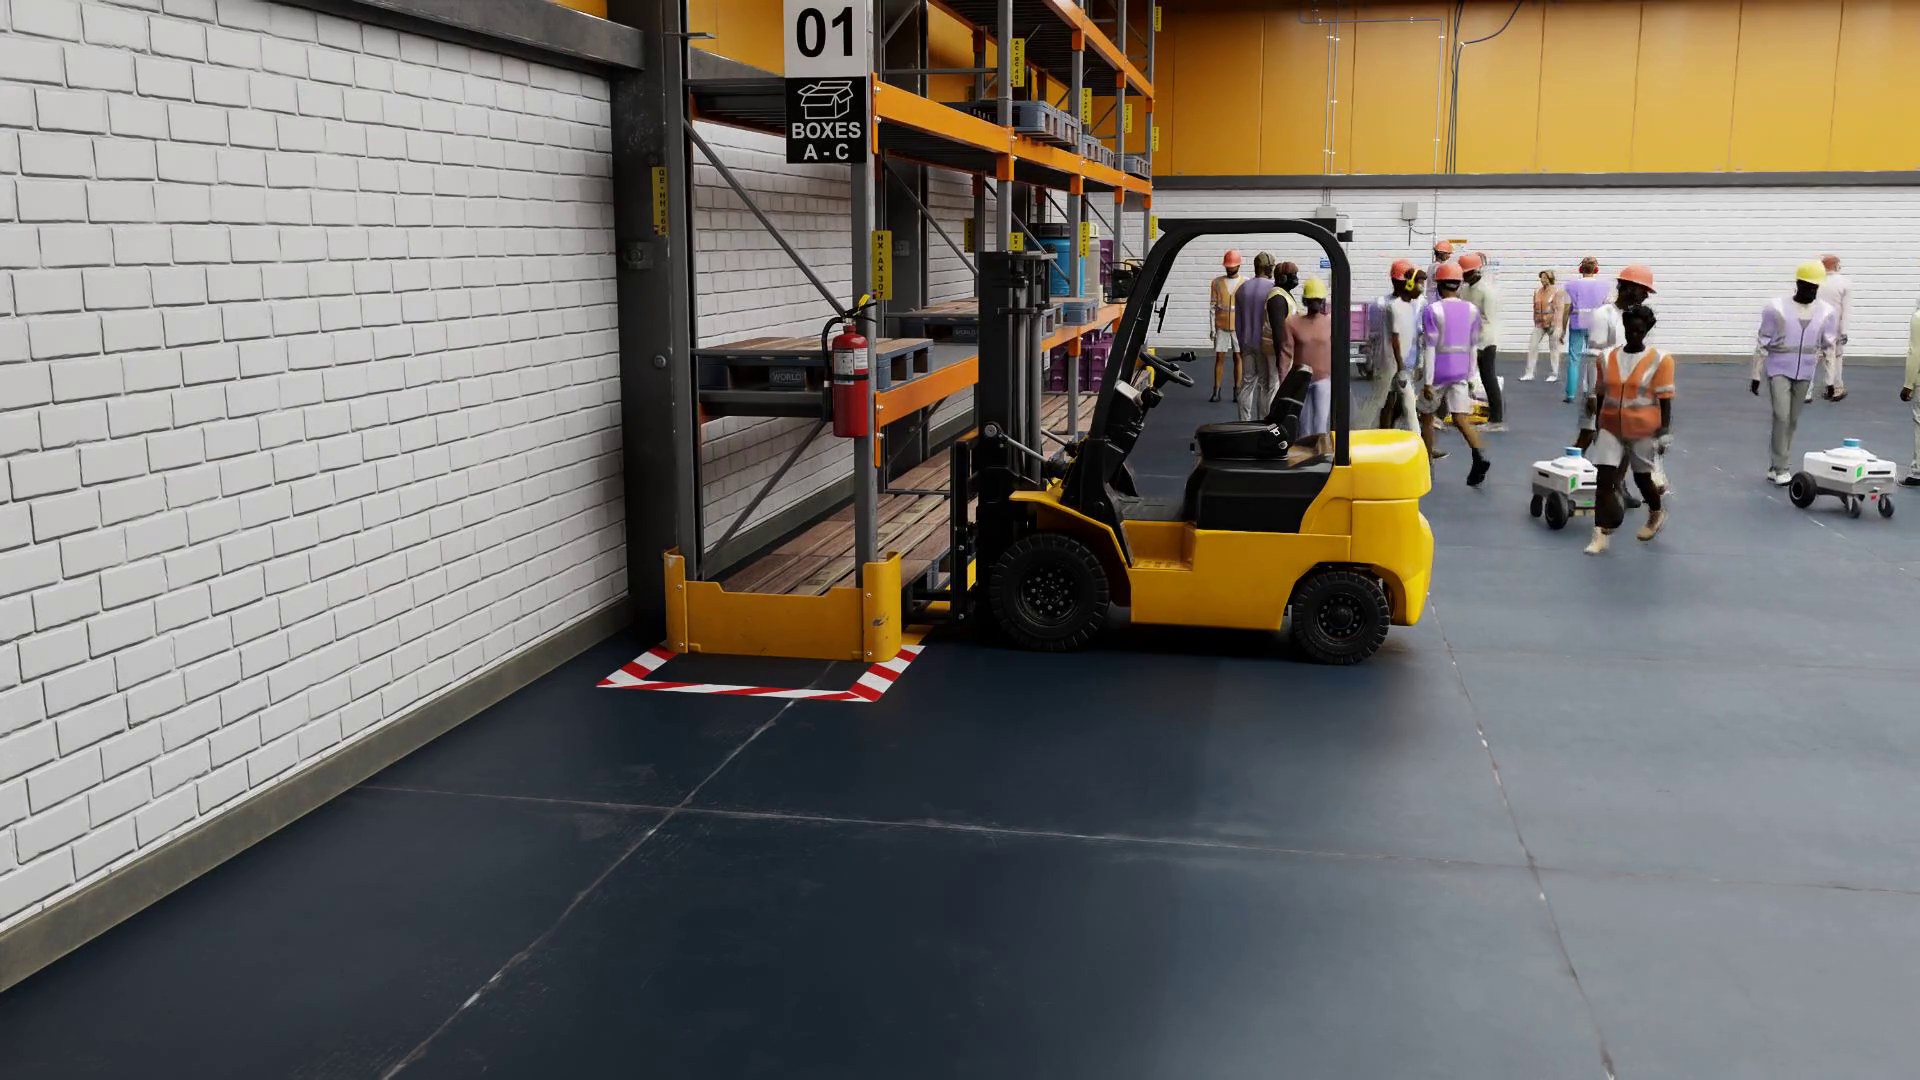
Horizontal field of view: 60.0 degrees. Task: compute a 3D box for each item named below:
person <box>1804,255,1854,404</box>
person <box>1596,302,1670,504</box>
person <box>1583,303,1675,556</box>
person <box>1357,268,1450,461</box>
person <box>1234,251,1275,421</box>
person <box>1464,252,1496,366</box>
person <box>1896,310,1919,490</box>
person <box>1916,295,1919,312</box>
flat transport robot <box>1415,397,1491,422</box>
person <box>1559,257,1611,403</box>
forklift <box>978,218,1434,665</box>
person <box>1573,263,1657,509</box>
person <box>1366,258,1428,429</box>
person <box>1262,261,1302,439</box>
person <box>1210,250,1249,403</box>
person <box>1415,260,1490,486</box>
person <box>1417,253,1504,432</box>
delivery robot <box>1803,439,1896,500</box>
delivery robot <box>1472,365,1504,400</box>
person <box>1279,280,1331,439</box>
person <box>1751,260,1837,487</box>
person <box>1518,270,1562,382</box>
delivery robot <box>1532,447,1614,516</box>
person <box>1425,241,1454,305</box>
[{"bbox_3d":[10.963,-2.662,21.047,0.654,1.858,0.965,10,14,44],"label":"person"},{"bbox_3d":[5.285,-1.088,13.144,0.811,1.588,0.524,10,14,44],"label":"person"},{"bbox_3d":[4.494,-0.745,11.070,0.542,1.672,0.787,10,14,43],"label":"person"},{"bbox_3d":[4.097,-1.622,15.495,0.976,1.808,0.529,7,13,35],"label":"person"},{"bbox_3d":[3.094,-1.987,17.120,0.369,1.939,0.631,-8,13,-37],"label":"person"},{"bbox_3d":[8.304,-3.698,26.766,0.633,1.843,0.429,-7,13,-35],"label":"person"},{"bbox_3d":[8.086,-1.327,13.786,0.591,1.834,0.404,-1,10,-6],"label":"person"},{"bbox_3d":[12.181,-2.543,20.759,0.484,1.713,0.811,4,11,22],"label":"person"},{"bbox_3d":[5.577,-1.520,19.132,0.652,0.197,1.431,-1,10,-7],"label":"flat transport robot"},{"bbox_3d":[7.850,-2.630,20.903,0.585,1.841,0.392,2,10,9],"label":"person"},{"bbox_3d":[1.285,-0.567,8.635,2.313,2.155,1.214,2,11,11],"label":"forklift"},{"bbox_3d":[5.002,-1.153,12.706,0.555,1.896,0.580,-5,12,-27],"label":"person"},{"bbox_3d":[4.098,-1.713,15.740,0.552,1.905,0.762,-1,10,-3],"label":"person"},{"bbox_3d":[3.265,-1.881,16.807,0.429,1.844,0.626,2,11,13],"label":"person"},{"bbox_3d":[3.423,-2.694,21.031,0.543,1.927,0.383,3,11,14],"label":"person"},{"bbox_3d":[4.173,-1.408,14.078,0.546,1.905,0.902,-3,11,-16],"label":"person"},{"bbox_3d":[5.412,-2.088,17.732,1.037,1.913,0.671,-3,11,-17],"label":"person"},{"bbox_3d":[6.759,-0.528,12.645,0.477,0.478,0.707,-1,11,-7],"label":"delivery robot"},{"bbox_3d":[6.135,-1.848,19.896,0.707,0.478,0.477,-3,11,-19],"label":"delivery robot"},{"bbox_3d":[3.021,-1.370,14.317,0.546,1.715,0.924,2,11,12],"label":"person"},{"bbox_3d":[7.014,-1.378,13.887,0.602,1.891,0.806,0,10,2],"label":"person"},{"bbox_3d":[8.381,-3.066,23.918,0.732,1.610,0.528,-7,12,-32],"label":"person"},{"bbox_3d":[4.468,-0.433,12.139,0.477,0.478,0.707,-1,10,-4],"label":"delivery robot"},{"bbox_3d":[7.674,-3.773,26.682,0.408,2.030,0.608,0,10,3],"label":"person"}]
